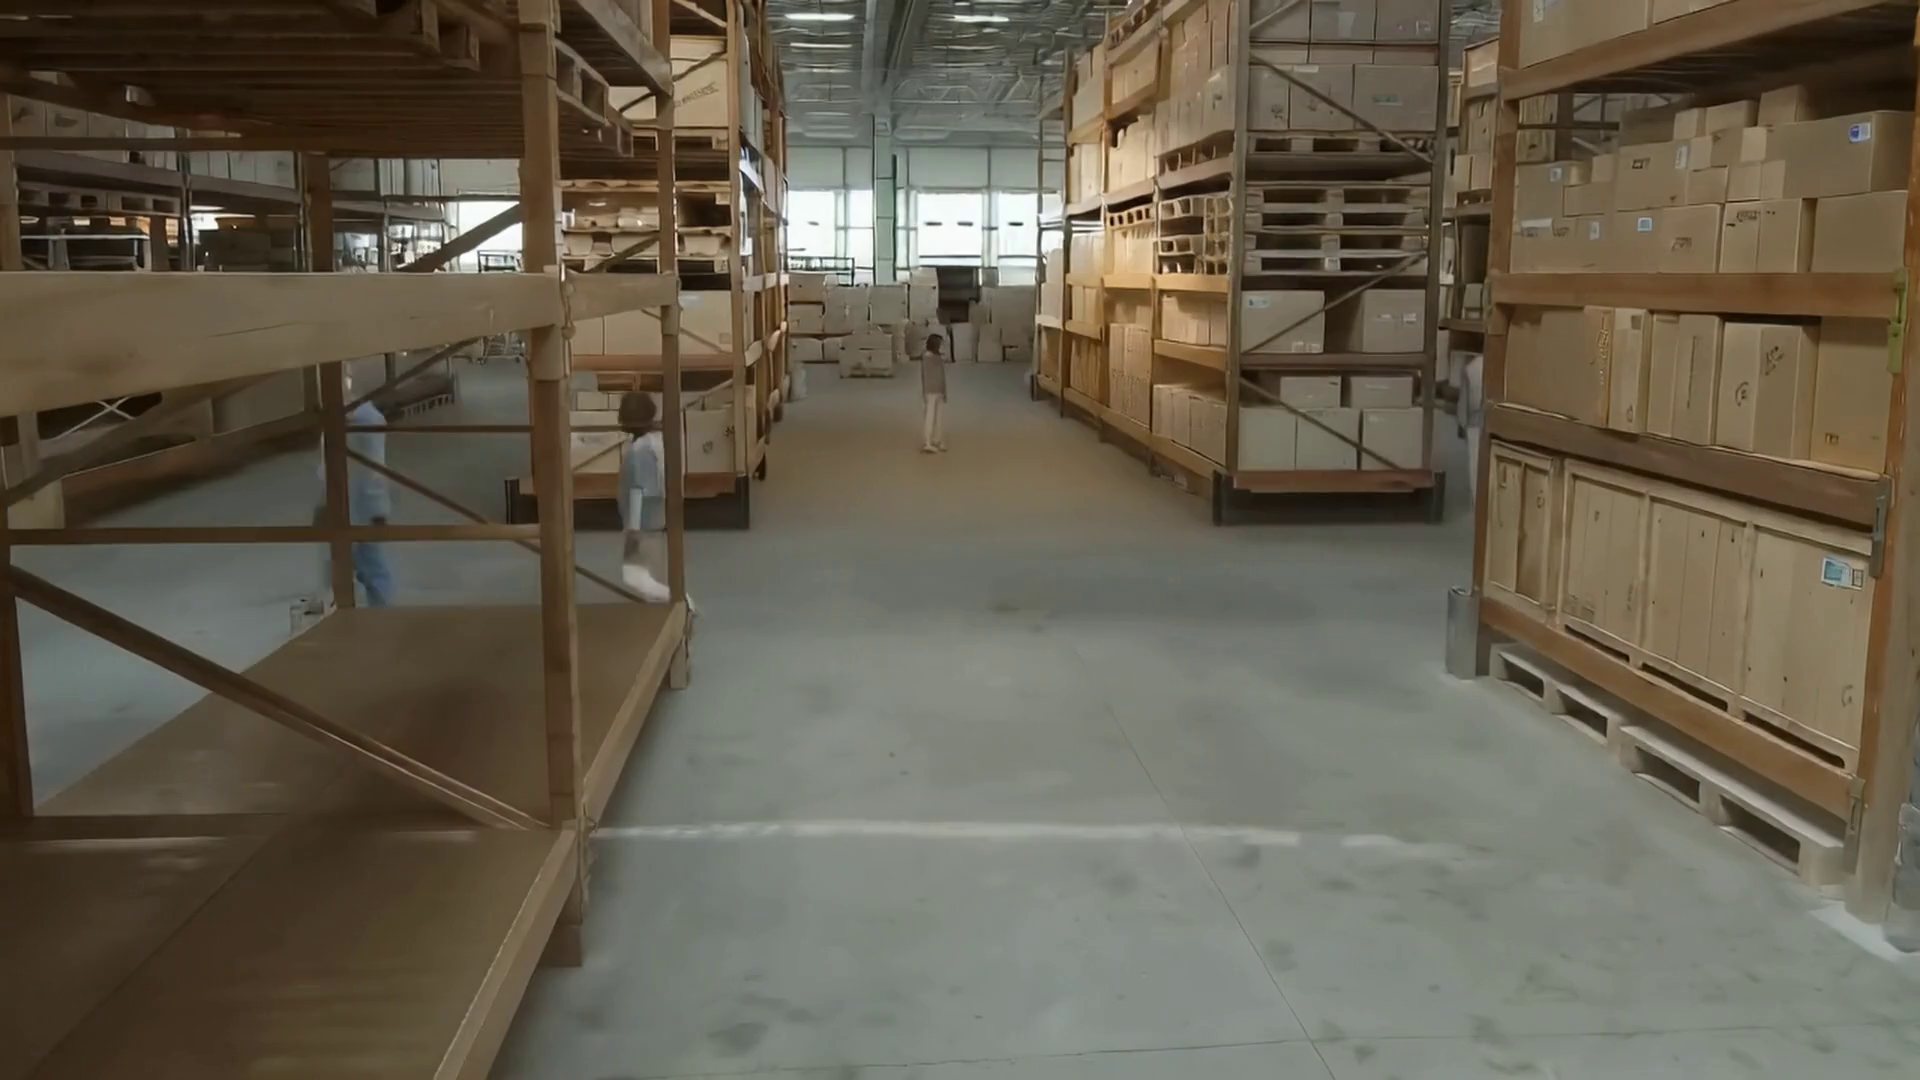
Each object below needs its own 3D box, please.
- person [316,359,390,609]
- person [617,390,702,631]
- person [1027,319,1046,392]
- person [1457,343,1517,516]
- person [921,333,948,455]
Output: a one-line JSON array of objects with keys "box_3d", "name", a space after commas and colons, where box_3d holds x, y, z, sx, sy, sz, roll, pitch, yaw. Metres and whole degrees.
[{"box_3d": [-3.964, -0.211, 10.560, 0.717, 1.881, 0.681, -7, 11, -36], "name": "person"}, {"box_3d": [-1.967, -0.114, 10.588, 0.521, 1.677, 0.540, 0, 9, -2], "name": "person"}, {"box_3d": [1.765, -3.965, 34.202, 1.009, 1.860, 0.604, -7, 11, -36], "name": "person"}, {"box_3d": [5.319, -1.156, 16.725, 0.640, 1.818, 0.733, 3, 9, 17], "name": "person"}, {"box_3d": [-0.342, -1.963, 22.386, 0.279, 1.626, 0.494, 6, 11, 34], "name": "person"}]
